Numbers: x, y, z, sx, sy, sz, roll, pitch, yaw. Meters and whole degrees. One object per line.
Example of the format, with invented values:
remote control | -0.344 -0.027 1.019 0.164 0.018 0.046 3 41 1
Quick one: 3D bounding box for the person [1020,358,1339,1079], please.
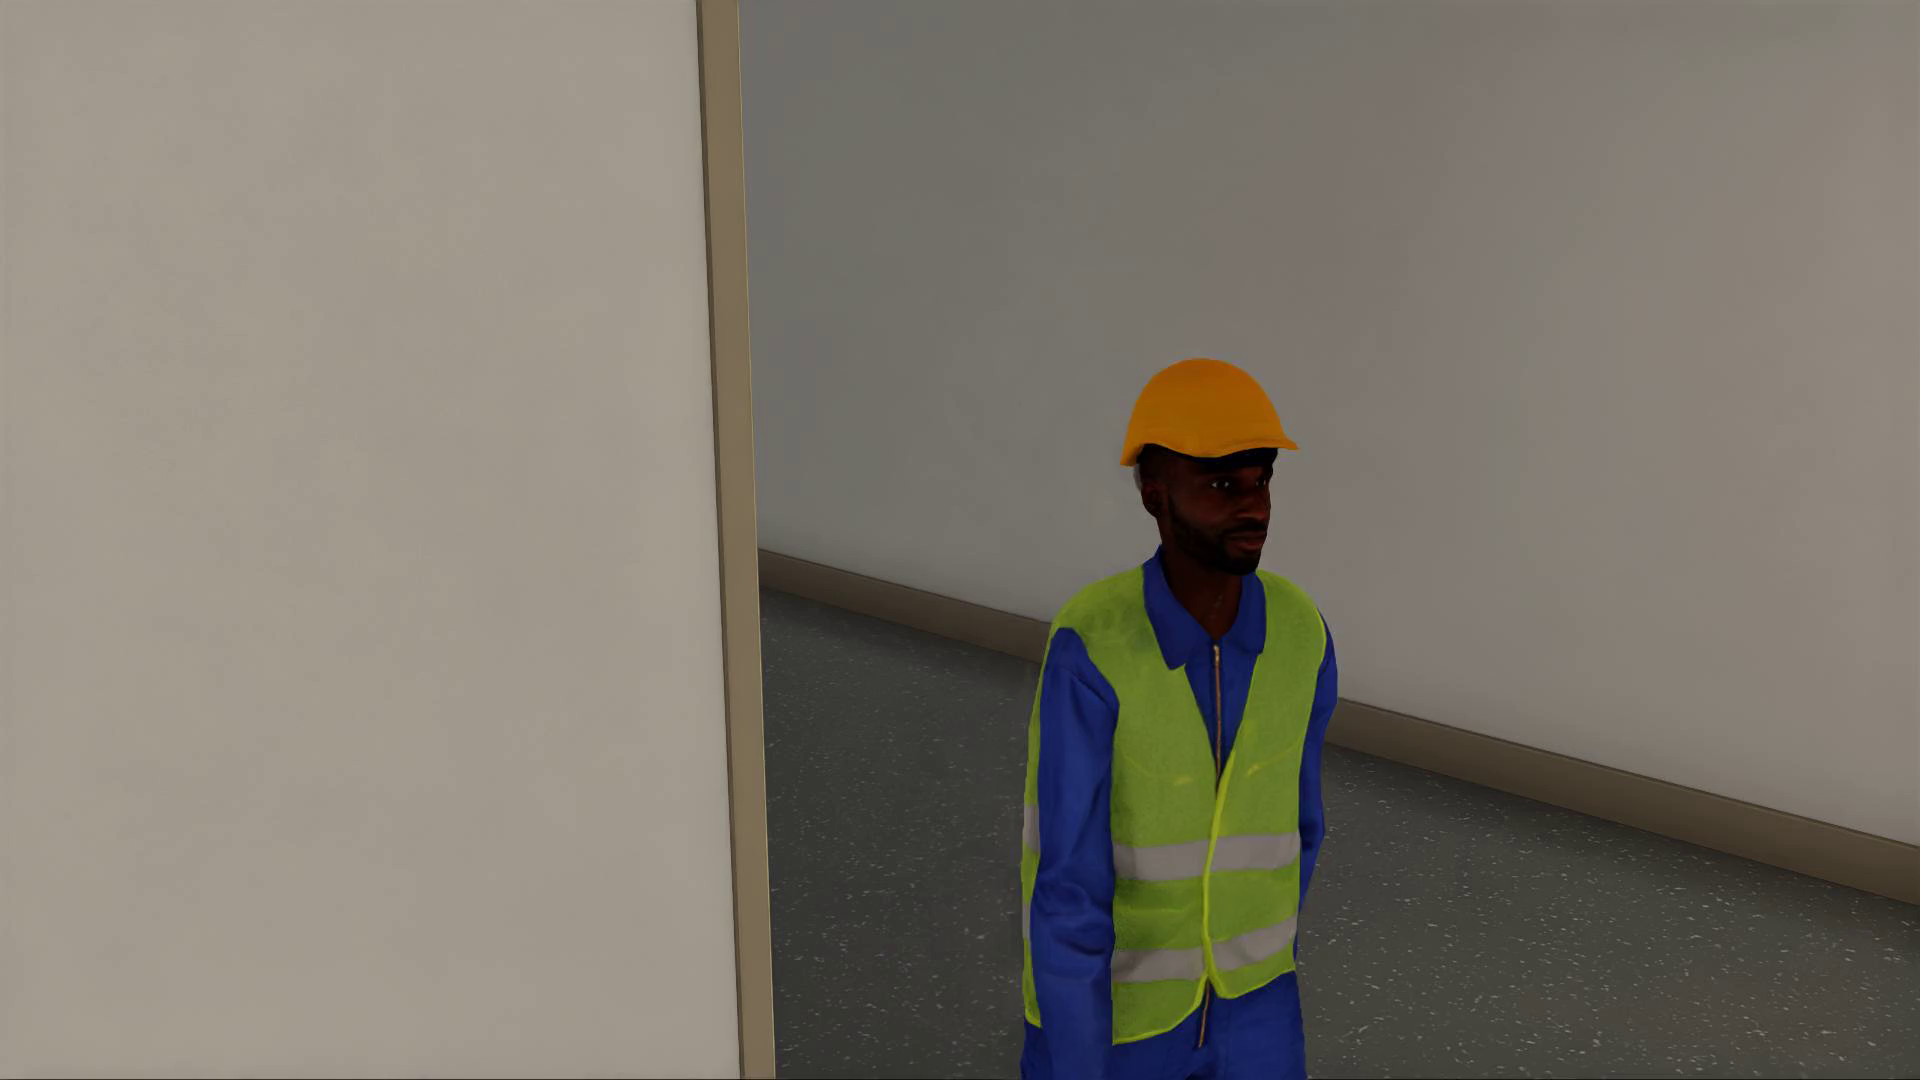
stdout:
person | 0.248 0.636 2.419 1.204 1.787 1.099 -6 17 -19
